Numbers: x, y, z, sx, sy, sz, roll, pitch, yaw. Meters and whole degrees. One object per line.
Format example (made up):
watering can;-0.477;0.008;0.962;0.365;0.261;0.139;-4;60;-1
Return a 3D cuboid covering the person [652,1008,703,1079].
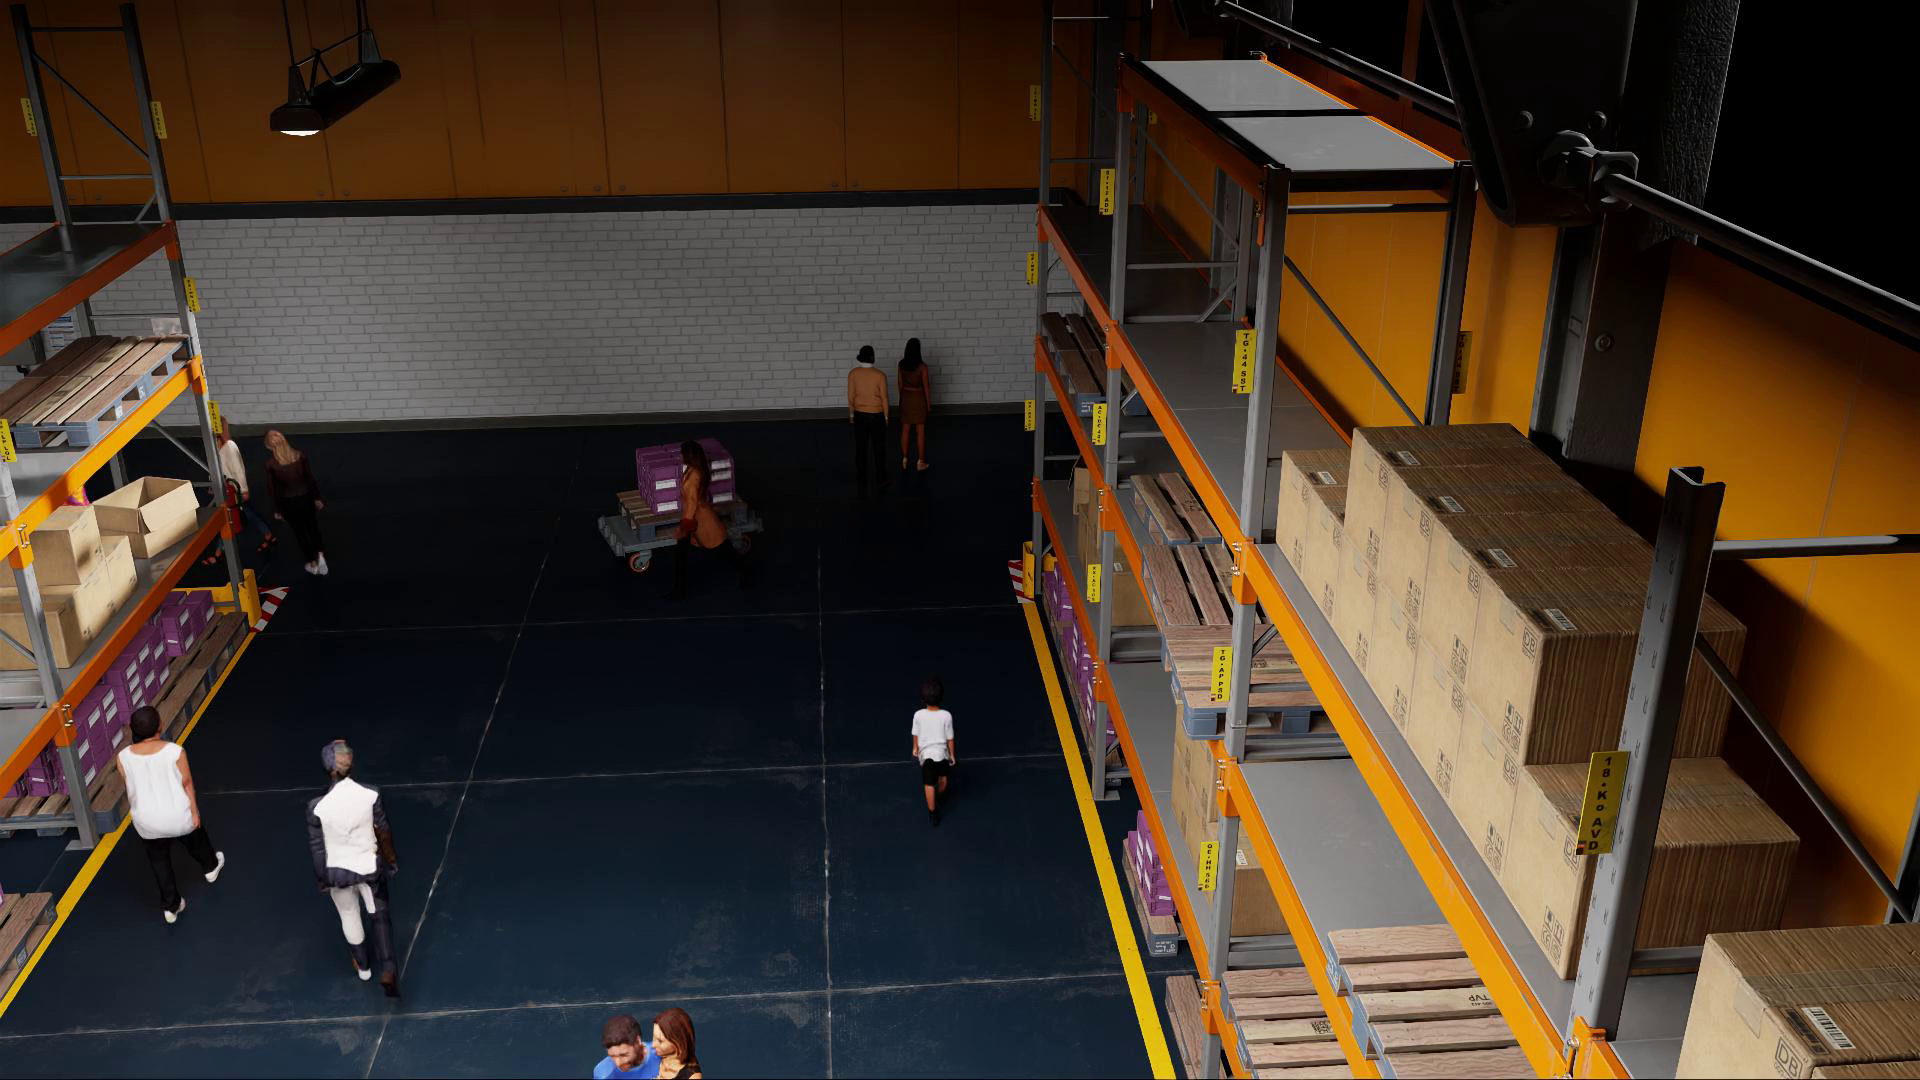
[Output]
person;-1.496;3.287;8.951;0.652;1.835;0.718;20;31;38

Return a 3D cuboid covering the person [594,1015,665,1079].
person;-1.673;3.252;9.031;0.930;1.834;0.911;-18;29;-35

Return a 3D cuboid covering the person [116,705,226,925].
person;-5.796;2.013;12.081;0.654;1.661;0.954;-2;24;-4

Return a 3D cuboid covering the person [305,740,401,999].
person;-4.075;2.274;11.223;0.924;1.871;1.149;-11;26;-23

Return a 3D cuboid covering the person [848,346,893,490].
person;-1.089;-1.476;19.951;0.729;1.752;0.702;6;24;12

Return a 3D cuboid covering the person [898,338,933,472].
person;-0.574;-1.681;20.496;0.644;1.689;0.652;10;25;22

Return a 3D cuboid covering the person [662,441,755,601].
person;-2.570;-0.172;17.069;0.968;1.669;1.227;-11;26;-24

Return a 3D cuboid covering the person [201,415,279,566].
person;-7.782;-0.568;18.017;1.110;1.637;1.102;-21;31;-40

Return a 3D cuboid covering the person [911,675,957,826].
person;-0.208;1.711;13.298;0.554;1.240;0.746;1;24;1

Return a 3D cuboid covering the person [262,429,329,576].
person;-6.940;-0.341;17.453;0.913;1.671;0.996;-14;27;-29
